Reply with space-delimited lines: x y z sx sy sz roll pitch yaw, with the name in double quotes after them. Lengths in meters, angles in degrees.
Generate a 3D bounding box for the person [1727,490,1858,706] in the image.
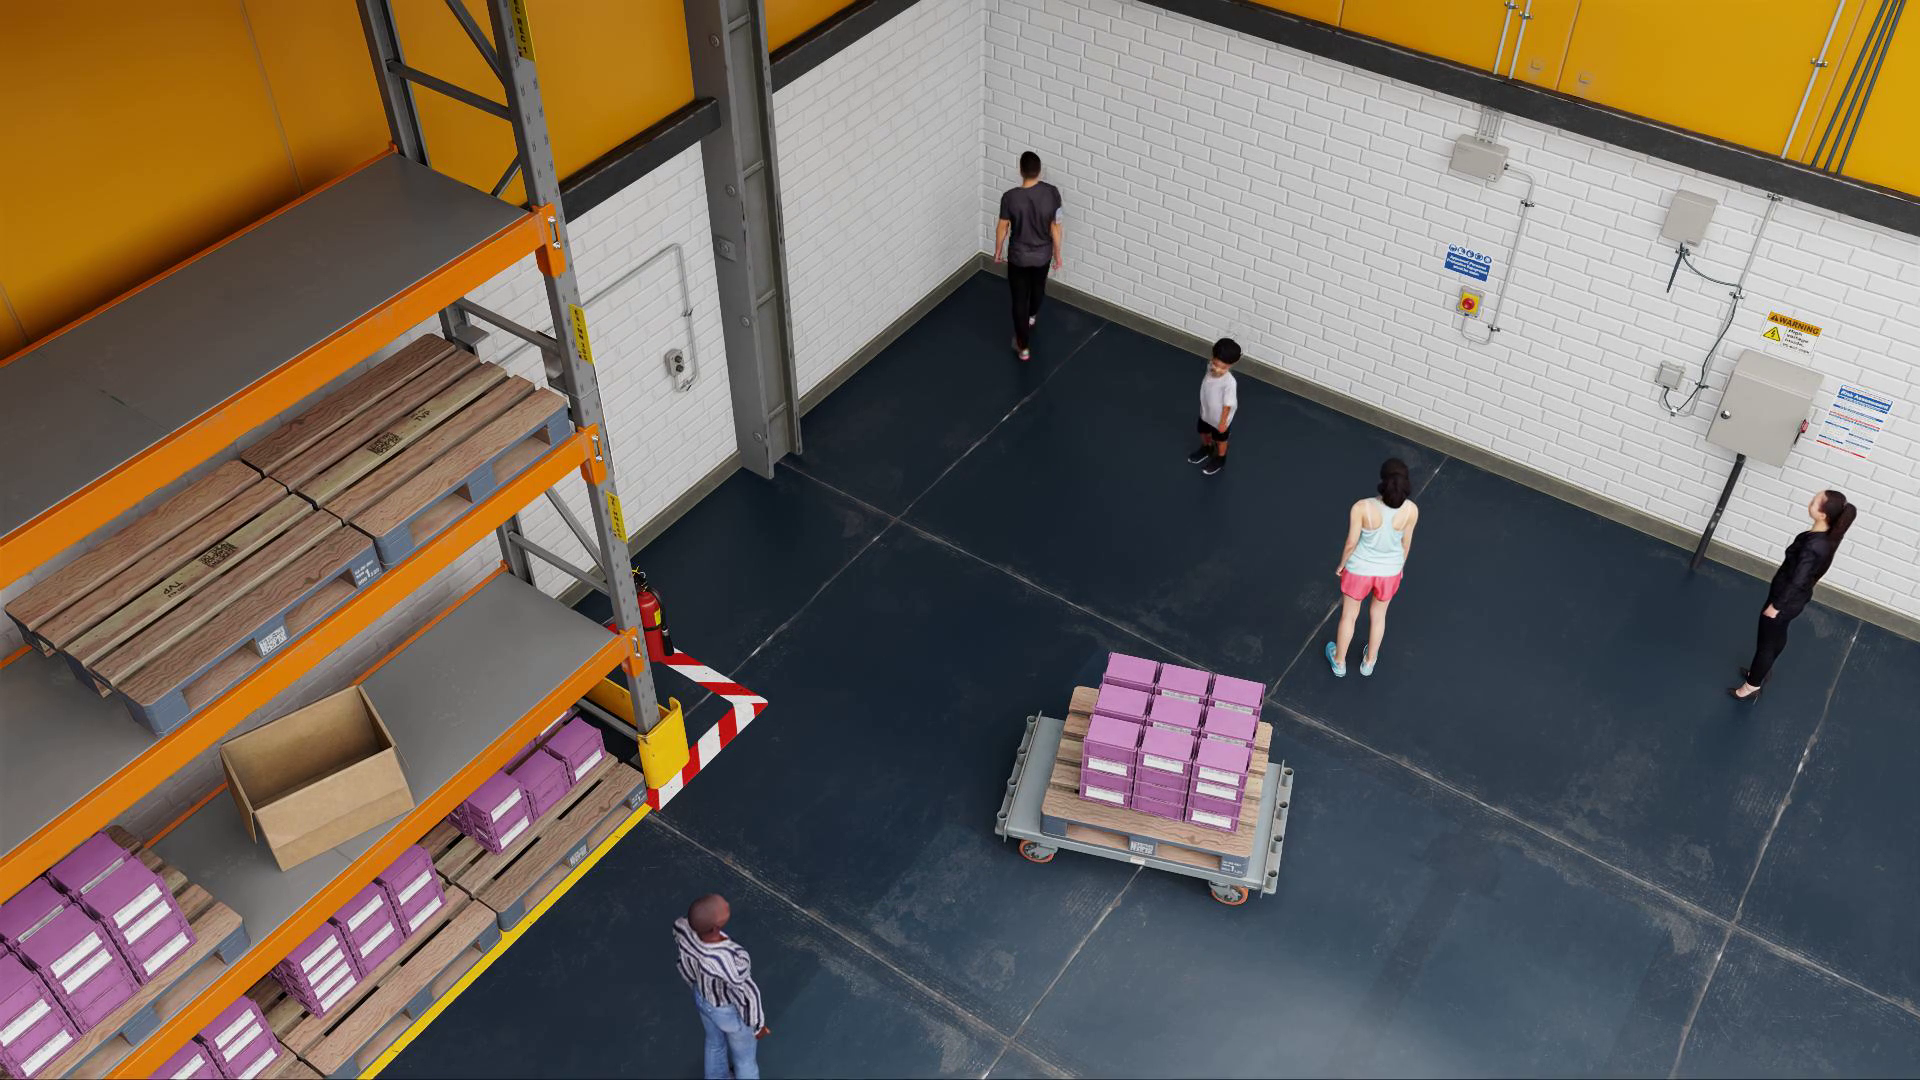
5.135 0.349 10.308 0.671 1.711 0.460 33 52 30 "person"

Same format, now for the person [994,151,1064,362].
0.547 -2.161 12.920 1.006 1.742 1.067 -7 44 -7 "person"

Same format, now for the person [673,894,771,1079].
-1.160 2.304 8.194 0.627 1.796 0.531 29 51 27 "person"

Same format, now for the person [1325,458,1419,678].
2.591 0.180 10.442 0.690 1.772 0.730 2 44 2 "person"

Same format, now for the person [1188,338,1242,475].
1.894 -0.993 12.060 0.624 1.237 0.585 -15 46 -15 "person"
